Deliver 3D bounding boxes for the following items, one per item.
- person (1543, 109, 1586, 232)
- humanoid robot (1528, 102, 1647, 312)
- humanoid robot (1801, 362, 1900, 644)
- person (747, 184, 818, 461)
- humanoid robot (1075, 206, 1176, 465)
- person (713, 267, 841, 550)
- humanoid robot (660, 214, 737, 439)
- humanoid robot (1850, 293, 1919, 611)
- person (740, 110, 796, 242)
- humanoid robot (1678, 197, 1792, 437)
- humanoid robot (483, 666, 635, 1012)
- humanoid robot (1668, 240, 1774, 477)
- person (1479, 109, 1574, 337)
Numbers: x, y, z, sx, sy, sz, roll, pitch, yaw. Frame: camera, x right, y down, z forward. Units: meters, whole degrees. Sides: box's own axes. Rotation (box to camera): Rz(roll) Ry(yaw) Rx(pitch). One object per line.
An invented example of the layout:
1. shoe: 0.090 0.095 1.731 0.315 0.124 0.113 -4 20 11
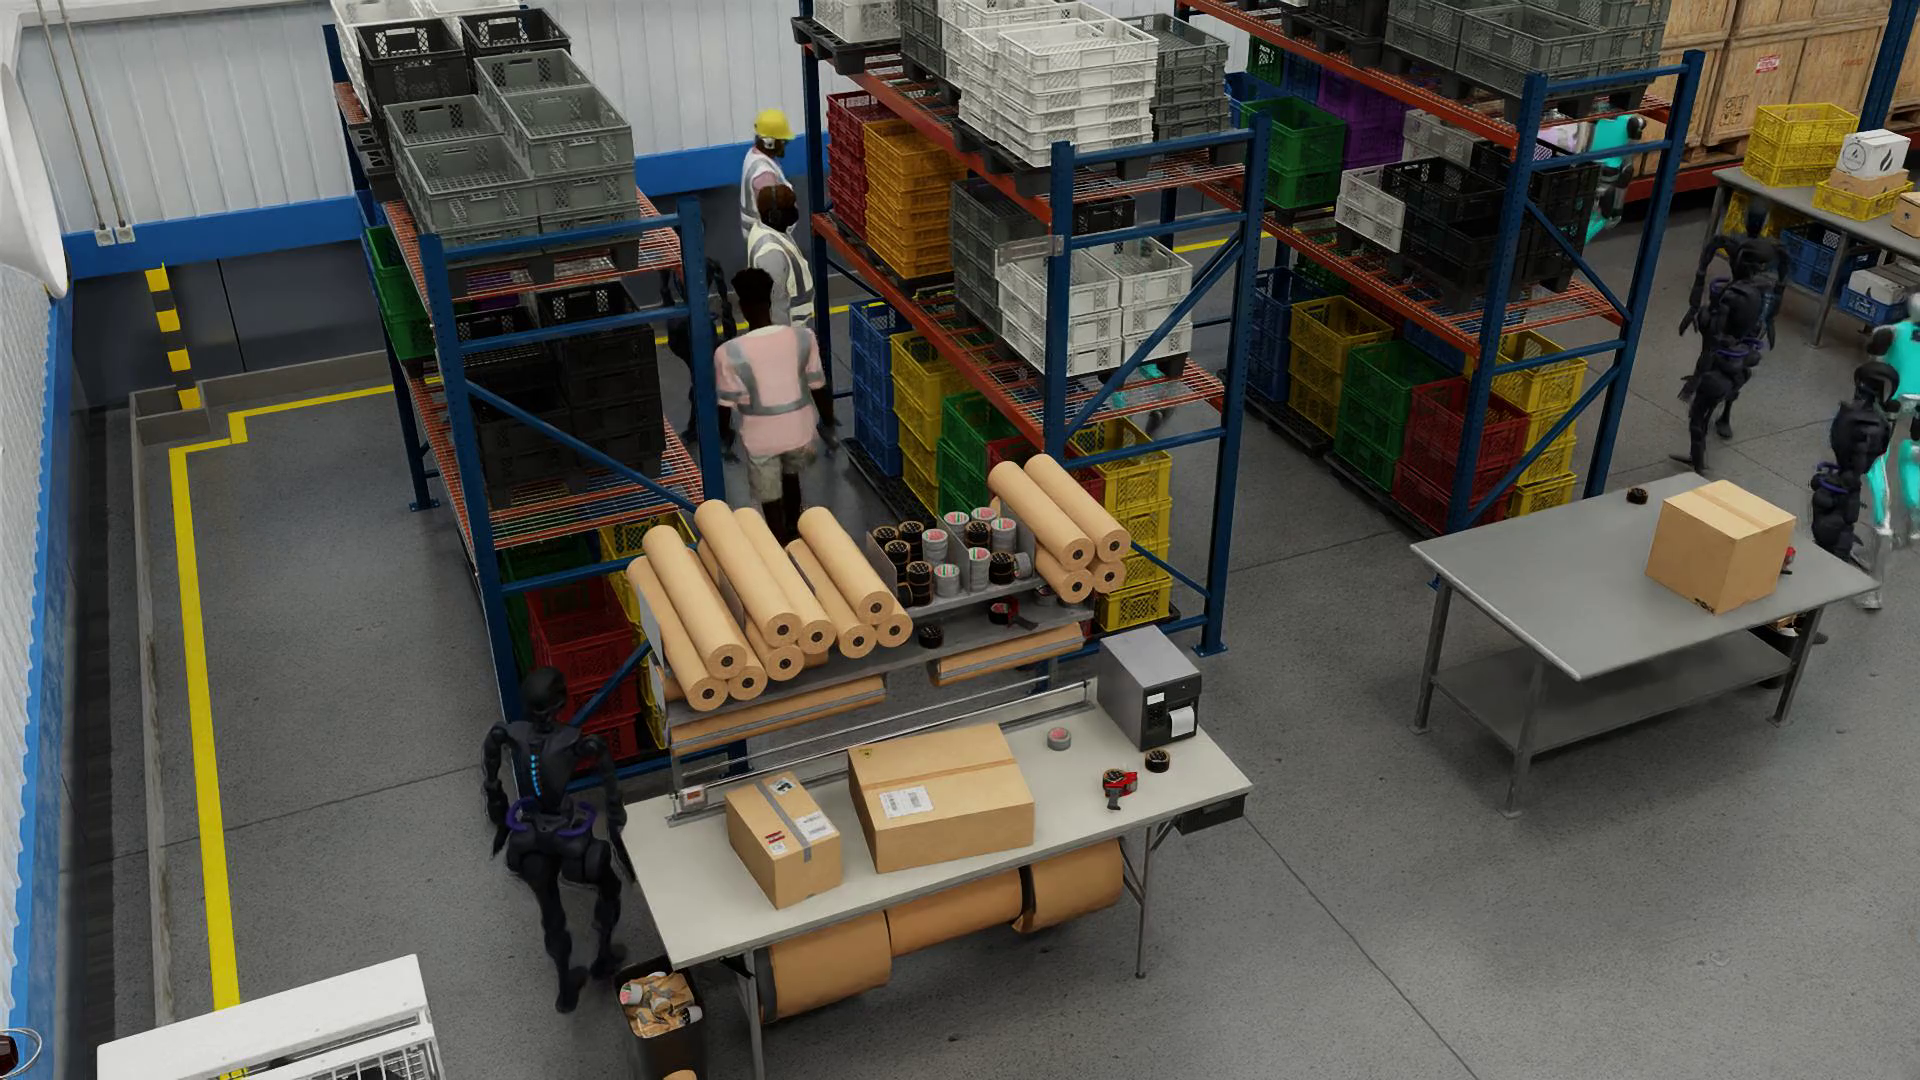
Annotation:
1. person: 4.709 -3.026 13.357 0.574 1.877 0.360 -10 33 -16
2. humanoid robot: 4.705 -2.546 12.804 0.786 1.866 0.534 -12 34 -19
3. humanoid robot: 4.731 -0.186 8.921 0.337 1.645 0.596 12 34 19
4. person: -1.145 -1.410 10.759 0.431 1.845 0.620 -5 32 -7
5. humanoid robot: 1.058 -1.217 10.546 0.551 1.727 1.026 -14 34 -22
6. person: -1.063 -0.618 9.414 0.668 1.909 0.889 -15 35 -23
7. humanoid robot: -1.683 -1.341 10.795 0.614 1.650 0.338 18 36 27
8. humanoid robot: 5.295 -0.399 9.258 0.554 1.790 0.906 2 32 3
9. person: -1.378 -2.246 12.159 0.431 1.809 0.606 -4 32 -7
10. humanoid robot: 5.168 -1.528 11.119 0.607 1.634 0.459 12 34 19
11. humanoid robot: -1.618 1.190 6.697 0.610 1.652 0.377 4 32 6
12. humanoid robot: 4.738 -1.098 10.412 0.612 1.650 0.400 -23 39 -33
13. person: 4.059 -2.380 12.147 0.613 2.040 0.376 -1 32 -1
